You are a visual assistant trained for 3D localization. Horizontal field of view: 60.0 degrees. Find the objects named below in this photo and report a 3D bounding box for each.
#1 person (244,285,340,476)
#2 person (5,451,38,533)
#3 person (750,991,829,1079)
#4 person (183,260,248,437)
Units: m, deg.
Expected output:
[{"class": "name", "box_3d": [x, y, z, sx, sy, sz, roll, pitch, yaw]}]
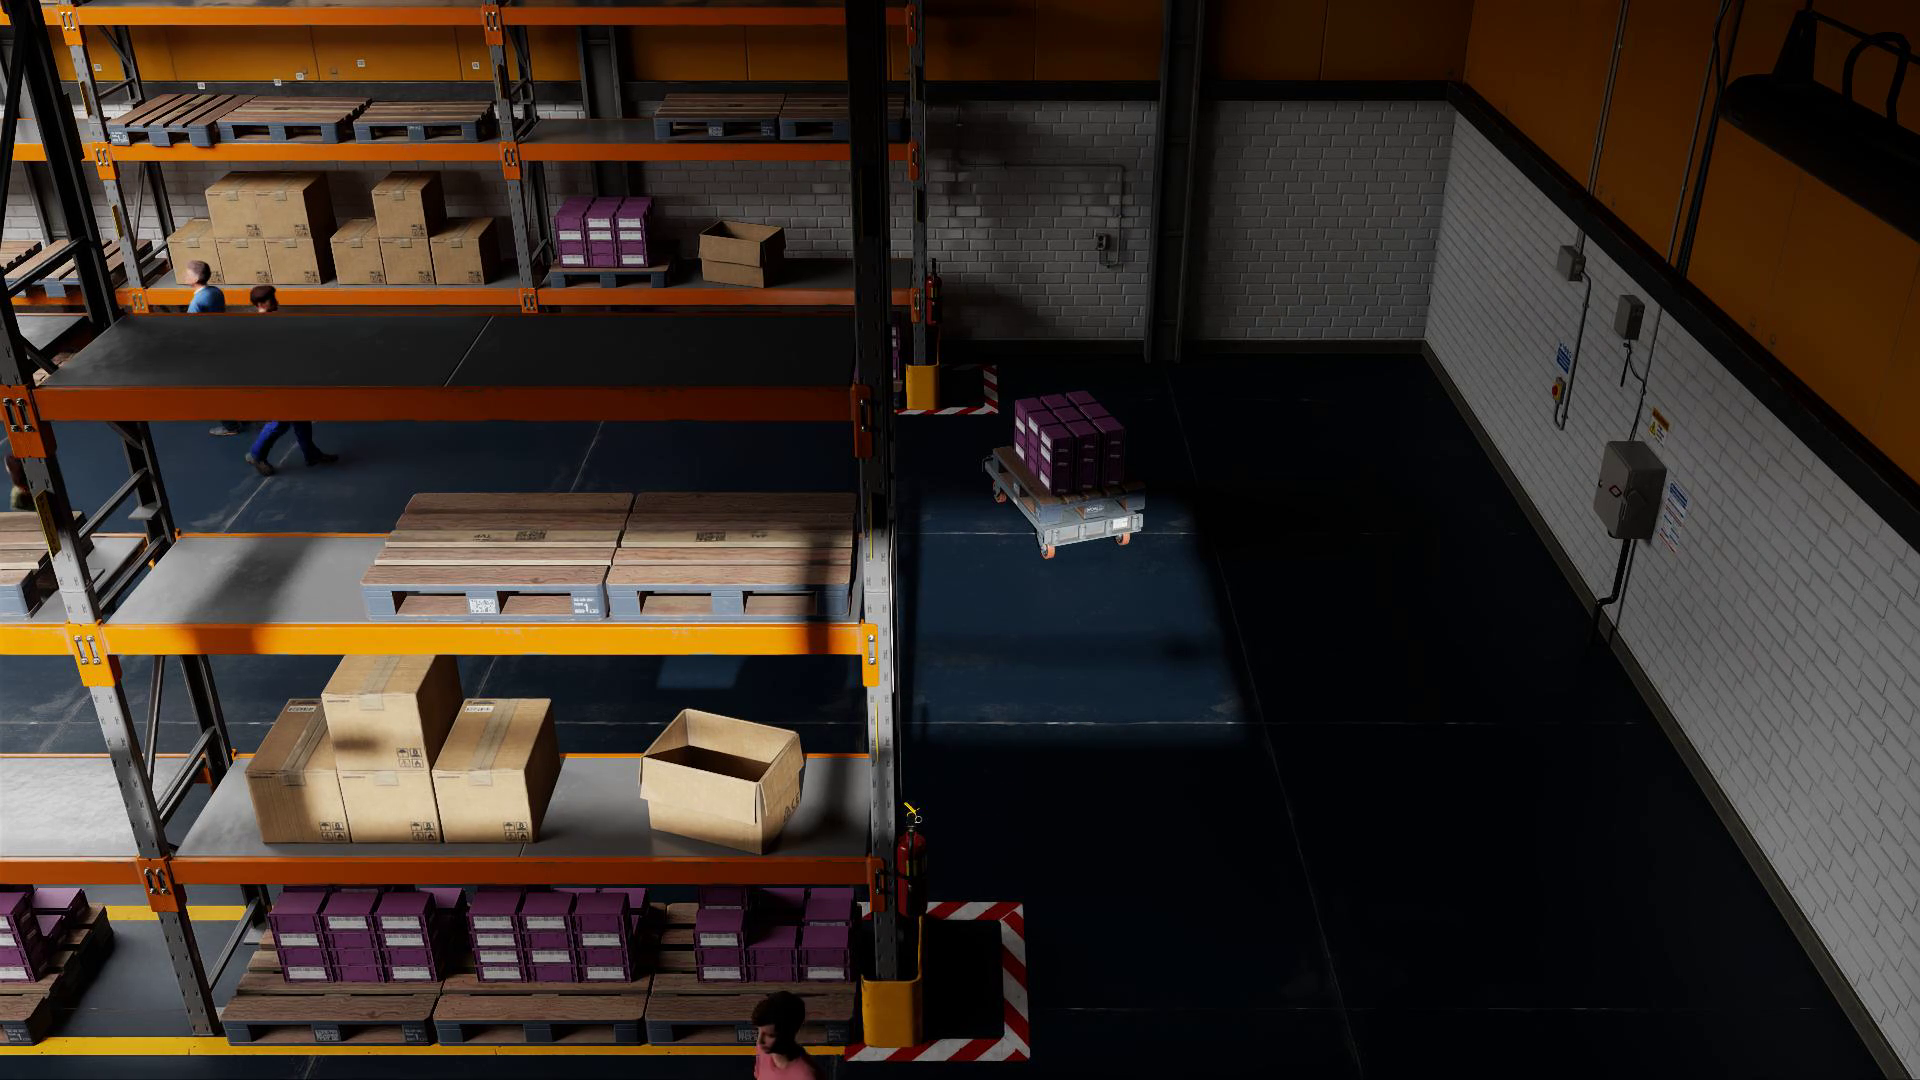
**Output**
[{"class": "person", "box_3d": [-6.554, -1.508, 15.819, 1.107, 1.873, 0.803, -4, 29, -8]}, {"class": "person", "box_3d": [-7.465, -0.044, 13.571, 0.934, 1.455, 0.640, -2, 29, -5]}, {"class": "person", "box_3d": [-0.697, 2.847, 7.766, 1.058, 1.940, 1.086, 24, 36, 36]}, {"class": "person", "box_3d": [-7.478, -1.946, 16.675, 0.582, 1.823, 0.660, 2, 29, 4]}]
